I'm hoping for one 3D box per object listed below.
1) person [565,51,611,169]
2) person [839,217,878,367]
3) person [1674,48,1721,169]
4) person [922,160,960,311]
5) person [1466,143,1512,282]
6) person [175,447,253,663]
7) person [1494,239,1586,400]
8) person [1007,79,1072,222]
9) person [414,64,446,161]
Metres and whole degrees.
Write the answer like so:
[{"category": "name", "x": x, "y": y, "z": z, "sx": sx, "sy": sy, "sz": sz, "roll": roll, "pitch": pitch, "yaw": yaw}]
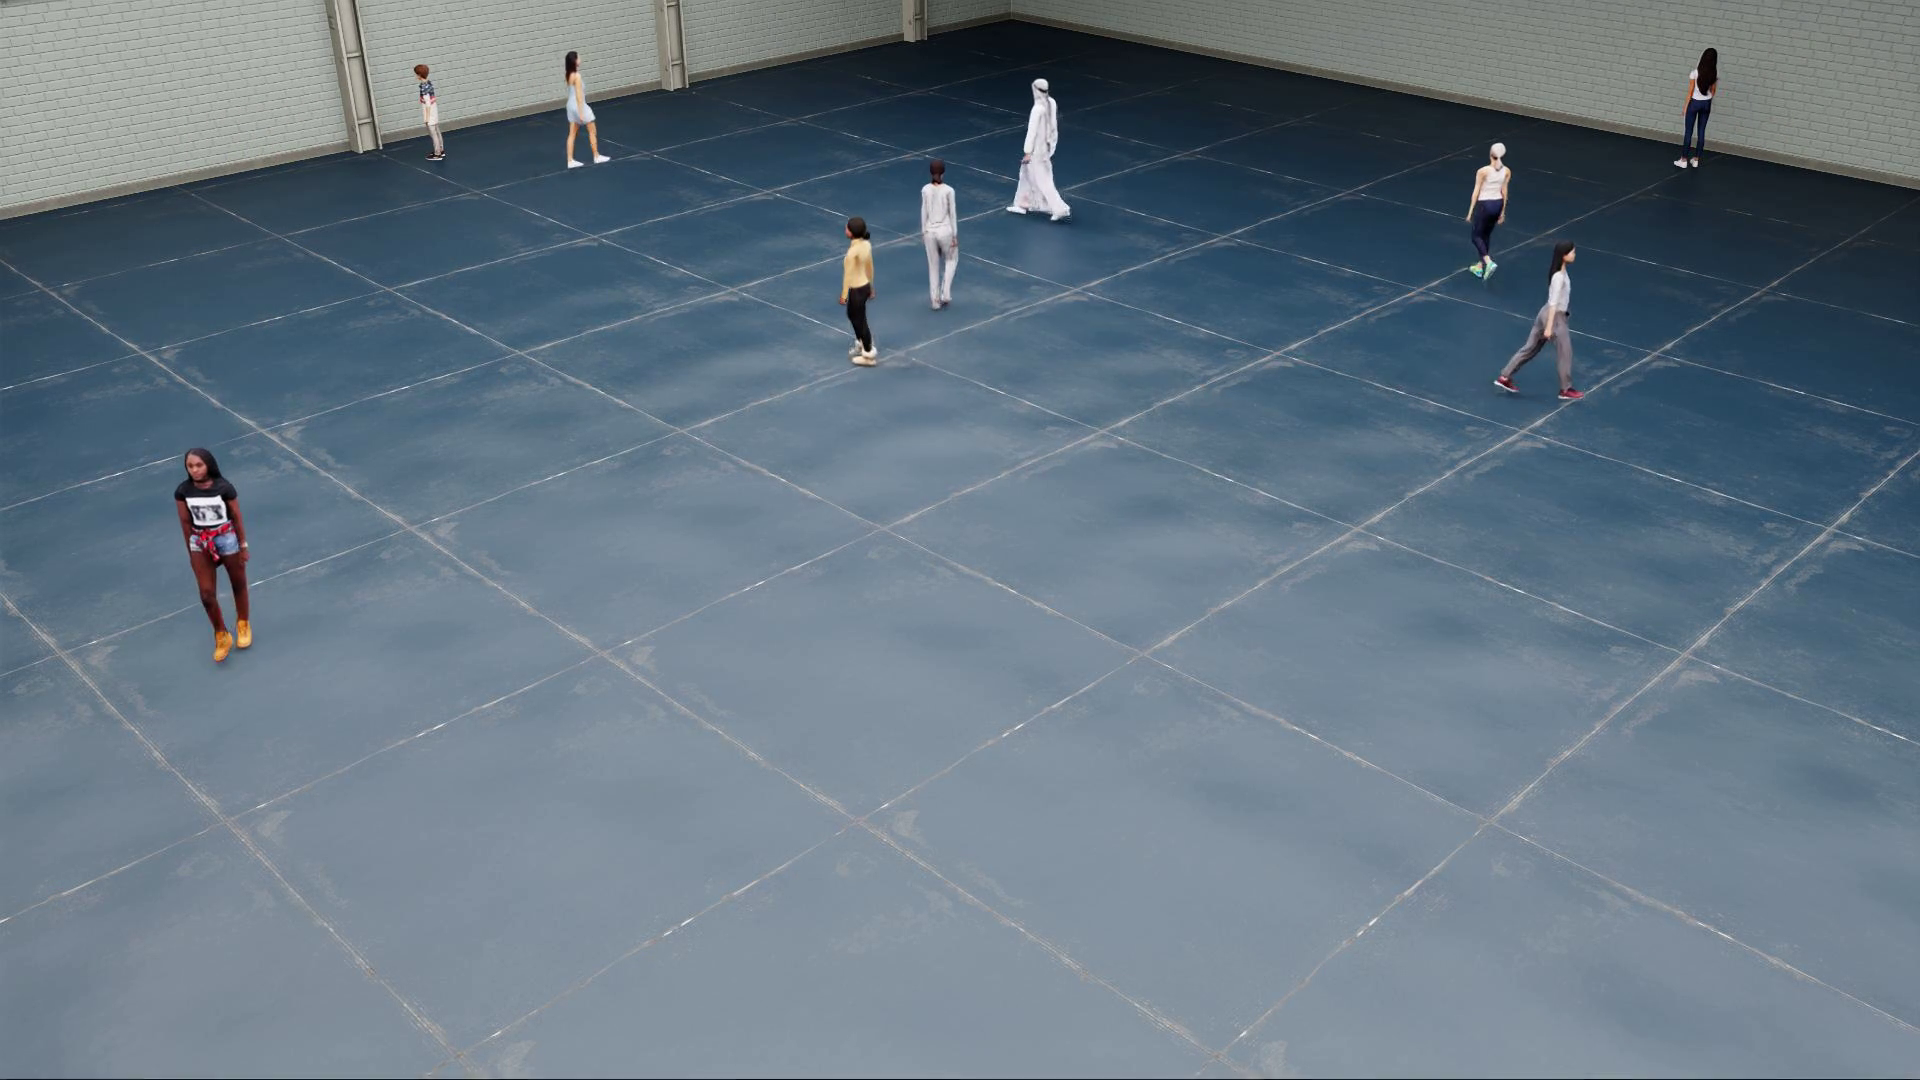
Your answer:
[{"category": "person", "x": -5.823, "y": -6.431, "z": 24.963, "sx": 0.930, "sy": 1.704, "sz": 0.647, "roll": -22, "pitch": 35, "yaw": -35}, {"category": "person", "x": -1.017, "y": -2.661, "z": 17.948, "sx": 0.762, "sy": 1.646, "sz": 0.691, "roll": 10, "pitch": 30, "yaw": 17}, {"category": "person", "x": 11.126, "y": -6.502, "z": 25.022, "sx": 0.650, "sy": 1.775, "sz": 0.726, "roll": -2, "pitch": 28, "yaw": -4}, {"category": "person", "x": -0.270, "y": -3.546, "z": 19.488, "sx": 0.747, "sy": 1.760, "sz": 0.802, "roll": 10, "pitch": 30, "yaw": 17}, {"category": "person", "x": 6.508, "y": -3.987, "z": 20.395, "sx": 0.998, "sy": 1.685, "sz": 0.963, "roll": -6, "pitch": 29, "yaw": -11}, {"category": "person", "x": -5.697, "y": 0.038, "z": 12.804, "sx": 0.775, "sy": 1.717, "sz": 0.827, "roll": -7, "pitch": 29, "yaw": -13}, {"category": "person", "x": 5.990, "y": -2.255, "z": 17.138, "sx": 1.063, "sy": 1.690, "sz": 1.164, "roll": 7, "pitch": 29, "yaw": 12}, {"category": "person", "x": 1.165, "y": -5.254, "z": 22.558, "sx": 1.016, "sy": 1.889, "sz": 1.260, "roll": 14, "pitch": 31, "yaw": 24}, {"category": "person", "x": -8.129, "y": -6.576, "z": 25.515, "sx": 0.646, "sy": 1.441, "sz": 0.585, "roll": 0, "pitch": 28, "yaw": 1}]
